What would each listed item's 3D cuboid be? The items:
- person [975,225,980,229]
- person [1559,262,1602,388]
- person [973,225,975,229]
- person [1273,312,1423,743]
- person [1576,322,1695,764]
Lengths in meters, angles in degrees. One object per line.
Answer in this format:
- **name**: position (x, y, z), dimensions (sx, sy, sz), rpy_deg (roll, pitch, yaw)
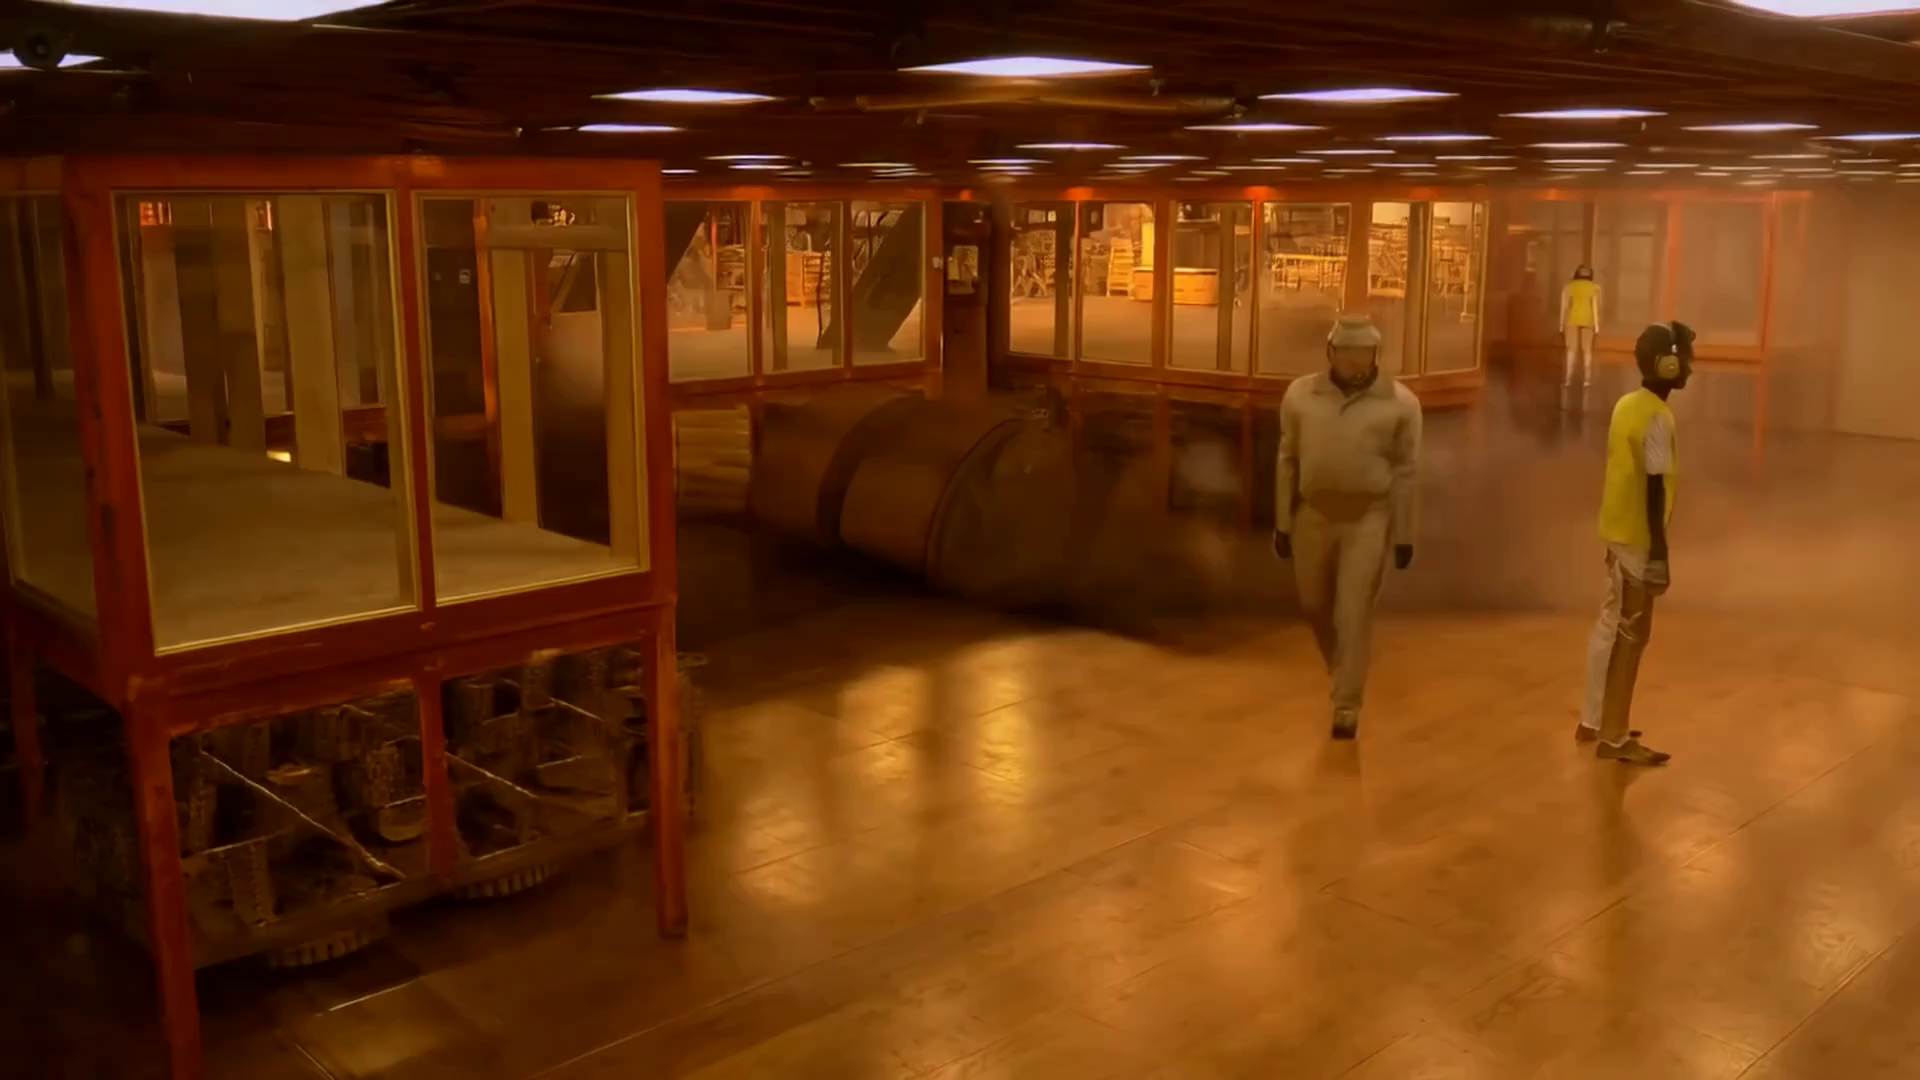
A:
- **person**: position (0.448, -7.072, 42.372), dimensions (0.611, 1.916, 0.988), rpy_deg (0, 11, -2)
- **person**: position (8.087, -2.803, 21.689), dimensions (0.509, 1.632, 0.269), rpy_deg (4, 12, 18)
- **person**: position (0.485, -8.460, 49.284), dimensions (0.357, 1.938, 0.542), rpy_deg (10, 15, 42)
- **person**: position (1.746, -0.094, 7.508), dimensions (0.631, 1.877, 0.762), rpy_deg (5, 12, 25)
- **person**: position (2.868, 0.016, 7.029), dimensions (0.328, 1.861, 0.507), rpy_deg (0, 11, 2)
